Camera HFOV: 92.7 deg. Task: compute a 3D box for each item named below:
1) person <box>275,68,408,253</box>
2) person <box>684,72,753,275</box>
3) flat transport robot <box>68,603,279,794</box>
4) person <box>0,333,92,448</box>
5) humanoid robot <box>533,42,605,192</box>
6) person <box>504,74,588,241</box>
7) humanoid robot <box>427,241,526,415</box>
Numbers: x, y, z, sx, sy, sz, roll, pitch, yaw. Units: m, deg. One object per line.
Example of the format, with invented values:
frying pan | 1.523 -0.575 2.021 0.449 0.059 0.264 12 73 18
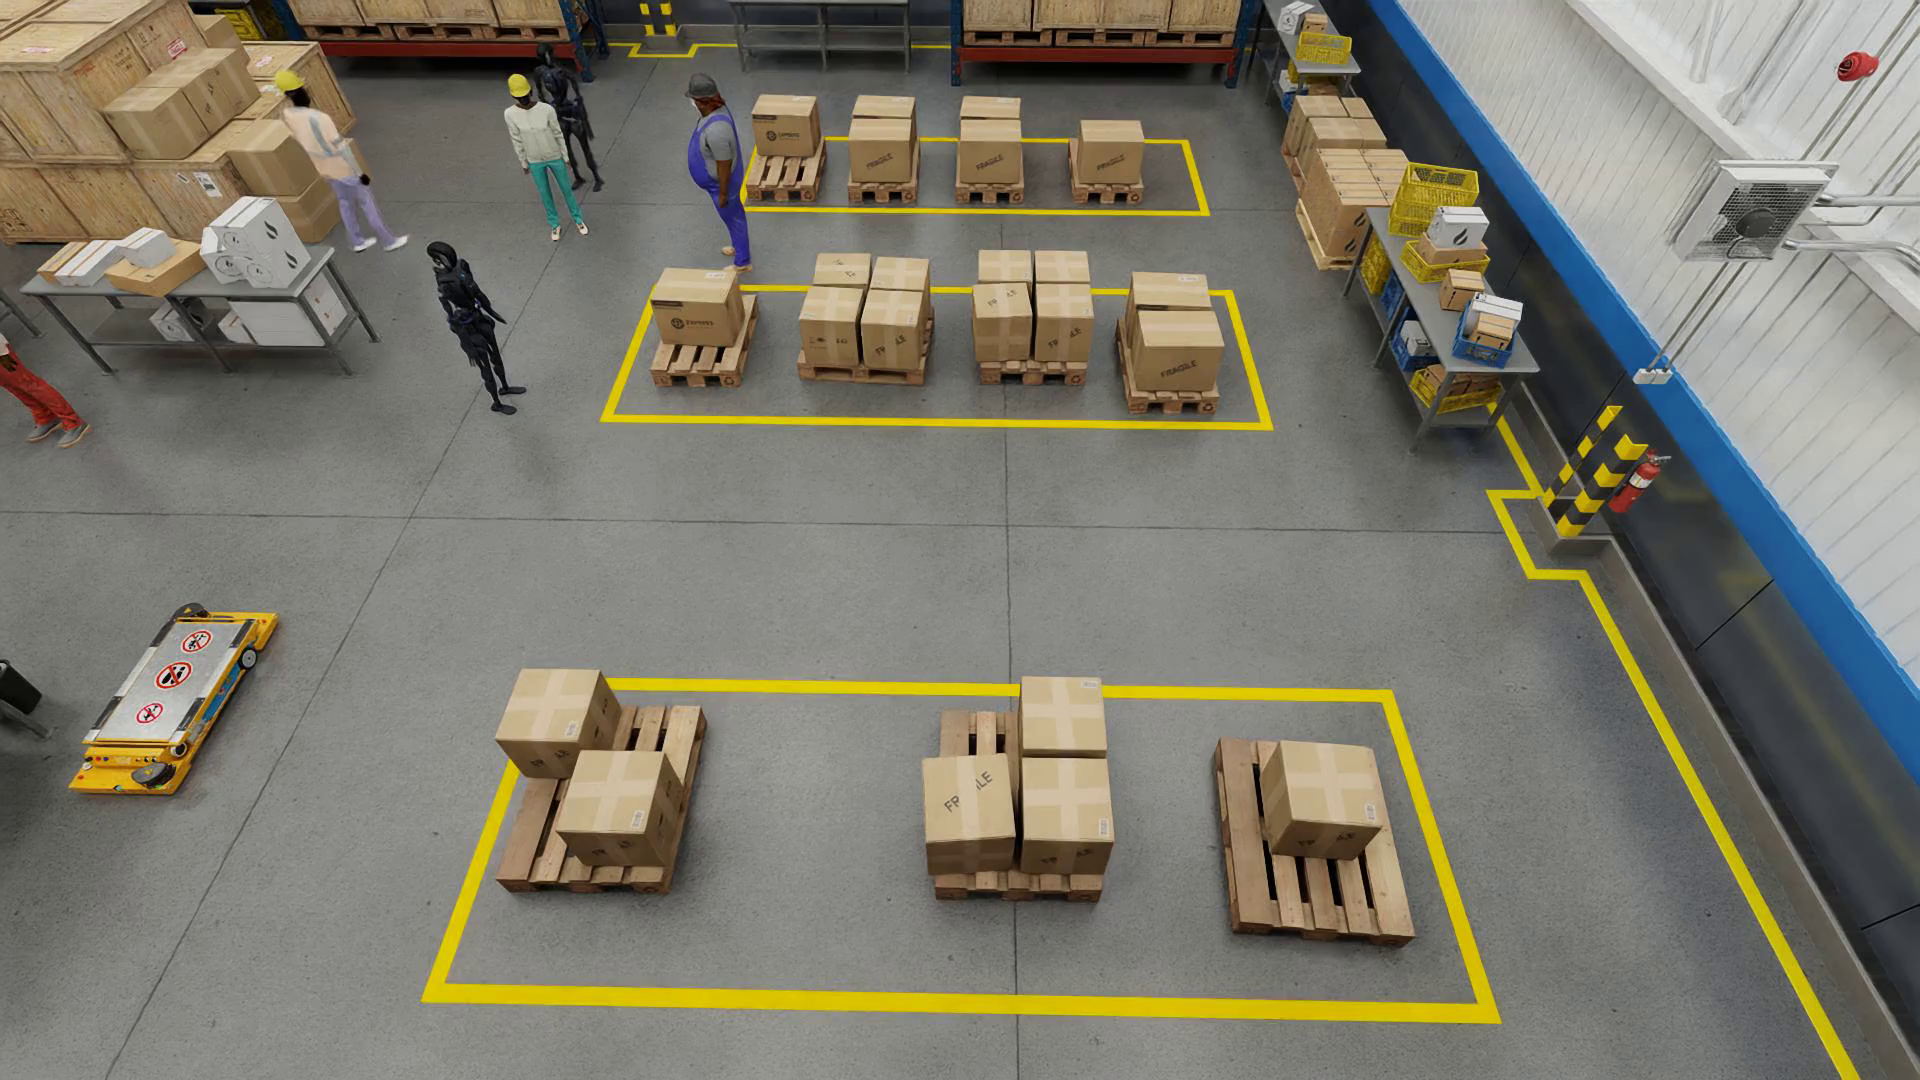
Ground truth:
person | -6.543 -3.927 9.610 0.591 1.927 0.376 12 51 10
person | -2.464 -3.703 9.341 0.538 2.000 0.685 -8 50 -6
flat transport robot | -5.504 1.072 6.442 0.652 0.197 1.431 1 50 1
person | -8.141 -1.602 7.593 0.610 1.994 0.380 12 51 10
humanoid robot | -4.514 -4.836 10.533 0.589 1.651 0.333 9 50 7
person | -4.461 -4.095 9.850 0.522 1.768 0.308 -16 52 -13
humanoid robot | -4.223 -1.858 8.008 0.315 1.657 0.609 1 50 1
